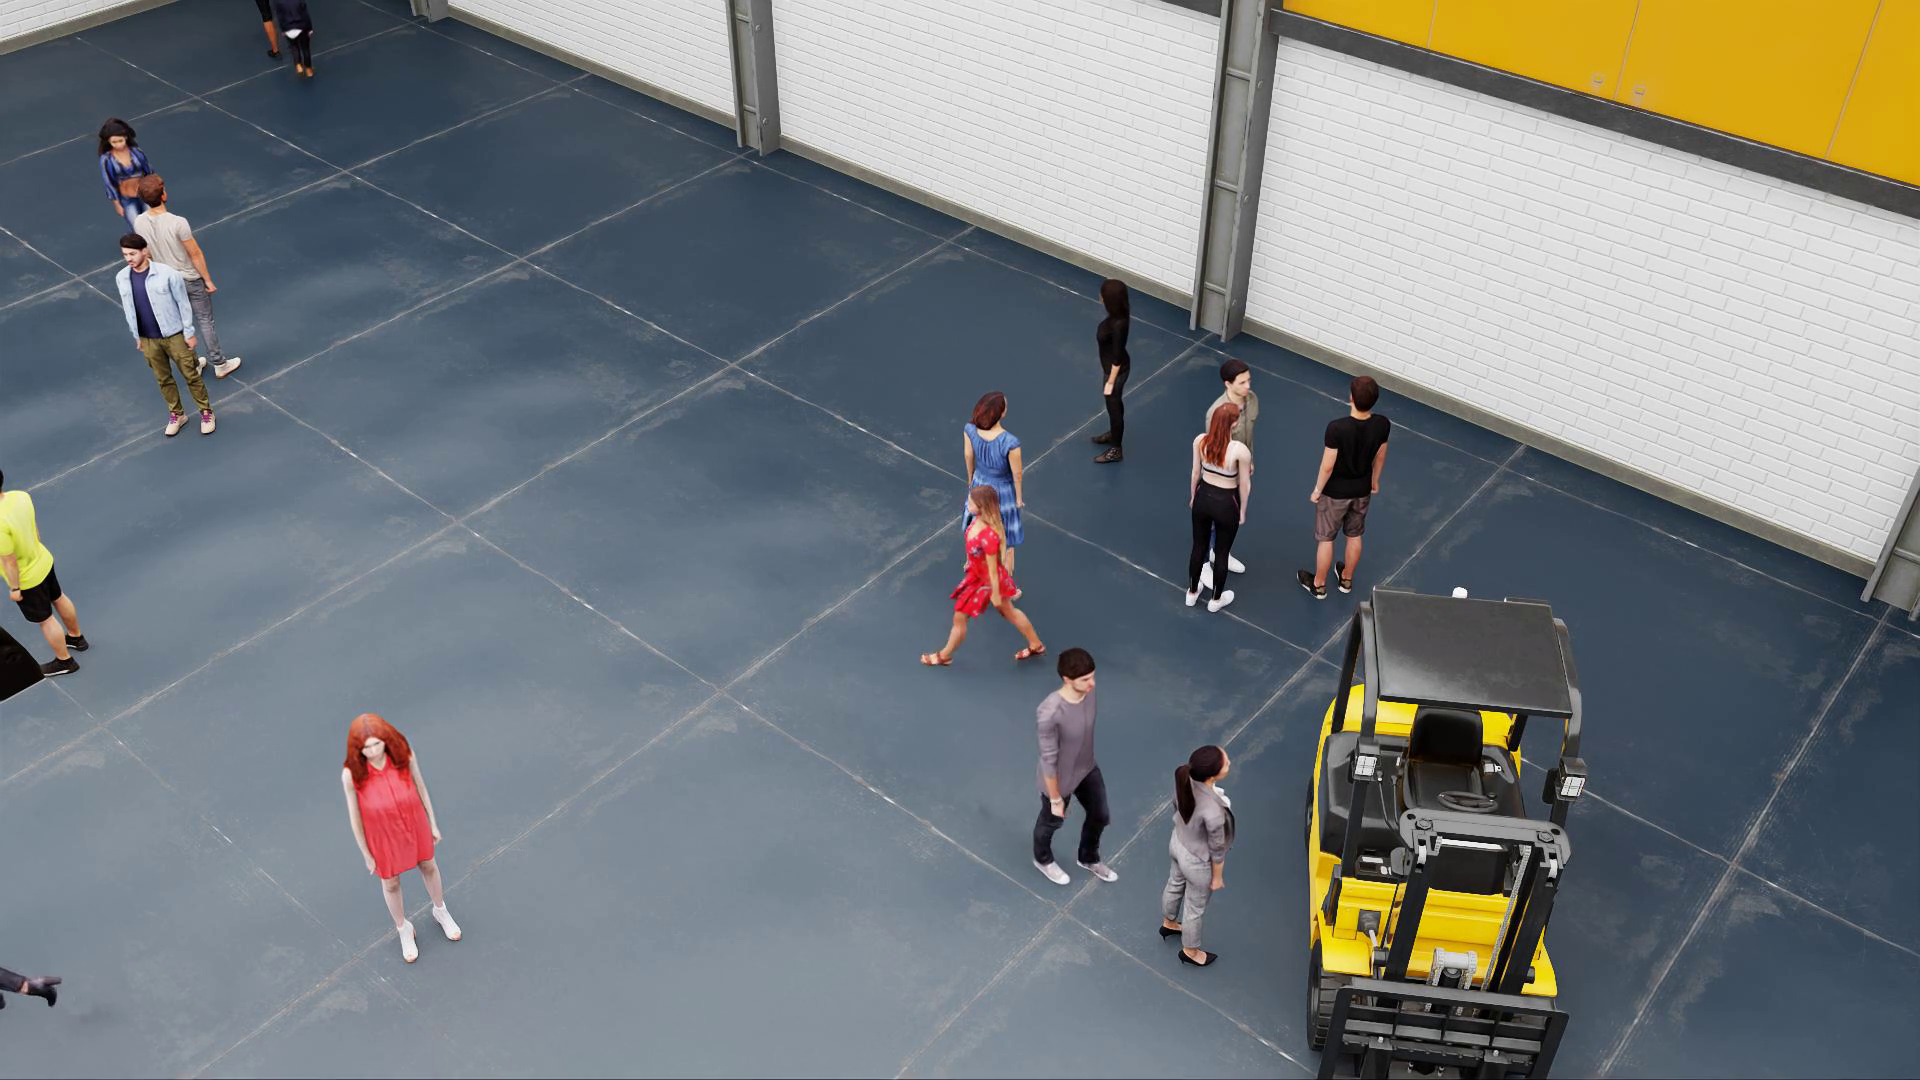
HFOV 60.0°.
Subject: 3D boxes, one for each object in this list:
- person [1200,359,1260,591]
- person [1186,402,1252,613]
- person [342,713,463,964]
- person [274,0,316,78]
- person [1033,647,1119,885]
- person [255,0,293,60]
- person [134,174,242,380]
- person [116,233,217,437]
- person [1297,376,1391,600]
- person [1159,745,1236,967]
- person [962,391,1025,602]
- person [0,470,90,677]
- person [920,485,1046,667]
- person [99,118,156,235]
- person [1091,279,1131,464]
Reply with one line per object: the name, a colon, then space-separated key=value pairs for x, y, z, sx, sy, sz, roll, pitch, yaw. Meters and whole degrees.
person: x=1.923 y=-0.506 z=12.110 sx=0.595 sy=1.865 sz=0.709 roll=31 pitch=48 yaw=33
person: x=1.826 y=-0.238 z=11.874 sx=0.492 sy=1.741 sz=0.671 roll=20 pitch=43 yaw=24
person: x=-3.182 y=1.667 z=9.419 sx=0.637 sy=1.828 sz=0.591 roll=-23 pitch=44 yaw=-26
person: x=-7.810 y=-6.022 z=19.541 sx=0.627 sy=1.211 sz=0.682 roll=-8 pitch=39 yaw=-10
person: x=0.567 y=1.326 z=9.838 sx=0.735 sy=1.837 sz=0.712 roll=31 pitch=48 yaw=33
person: x=-8.308 y=-6.658 z=19.908 sx=0.637 sy=1.748 sz=0.590 roll=-28 pitch=46 yaw=-31
person: x=-6.682 y=-2.241 z=14.257 sx=0.710 sy=1.898 sz=0.809 roll=2 pitch=39 yaw=3
person: x=-6.529 y=-1.688 z=13.633 sx=0.745 sy=1.812 sz=0.811 roll=-2 pitch=39 yaw=-3
person: x=2.772 y=-0.373 z=11.948 sx=0.771 sy=1.860 sz=0.785 roll=-10 pitch=40 yaw=-12
person: x=1.325 y=1.776 z=9.403 sx=0.773 sy=1.678 sz=0.668 roll=-16 pitch=41 yaw=-19
person: x=0.246 y=-0.295 z=11.893 sx=0.547 sy=1.806 sz=0.756 roll=21 pitch=43 yaw=24
person: x=-6.376 y=0.174 z=11.384 sx=0.742 sy=1.709 sz=0.694 roll=-1 pitch=39 yaw=-2
person: x=0.274 y=0.289 z=11.373 sx=1.147 sy=1.543 sz=1.047 roll=-1 pitch=39 yaw=-1
person: x=-7.786 y=-3.237 z=15.731 sx=0.689 sy=1.613 sz=0.705 roll=-23 pitch=44 yaw=-26
person: x=1.255 y=-1.374 z=13.377 sx=0.681 sy=1.640 sz=0.657 roll=3 pitch=39 yaw=4
